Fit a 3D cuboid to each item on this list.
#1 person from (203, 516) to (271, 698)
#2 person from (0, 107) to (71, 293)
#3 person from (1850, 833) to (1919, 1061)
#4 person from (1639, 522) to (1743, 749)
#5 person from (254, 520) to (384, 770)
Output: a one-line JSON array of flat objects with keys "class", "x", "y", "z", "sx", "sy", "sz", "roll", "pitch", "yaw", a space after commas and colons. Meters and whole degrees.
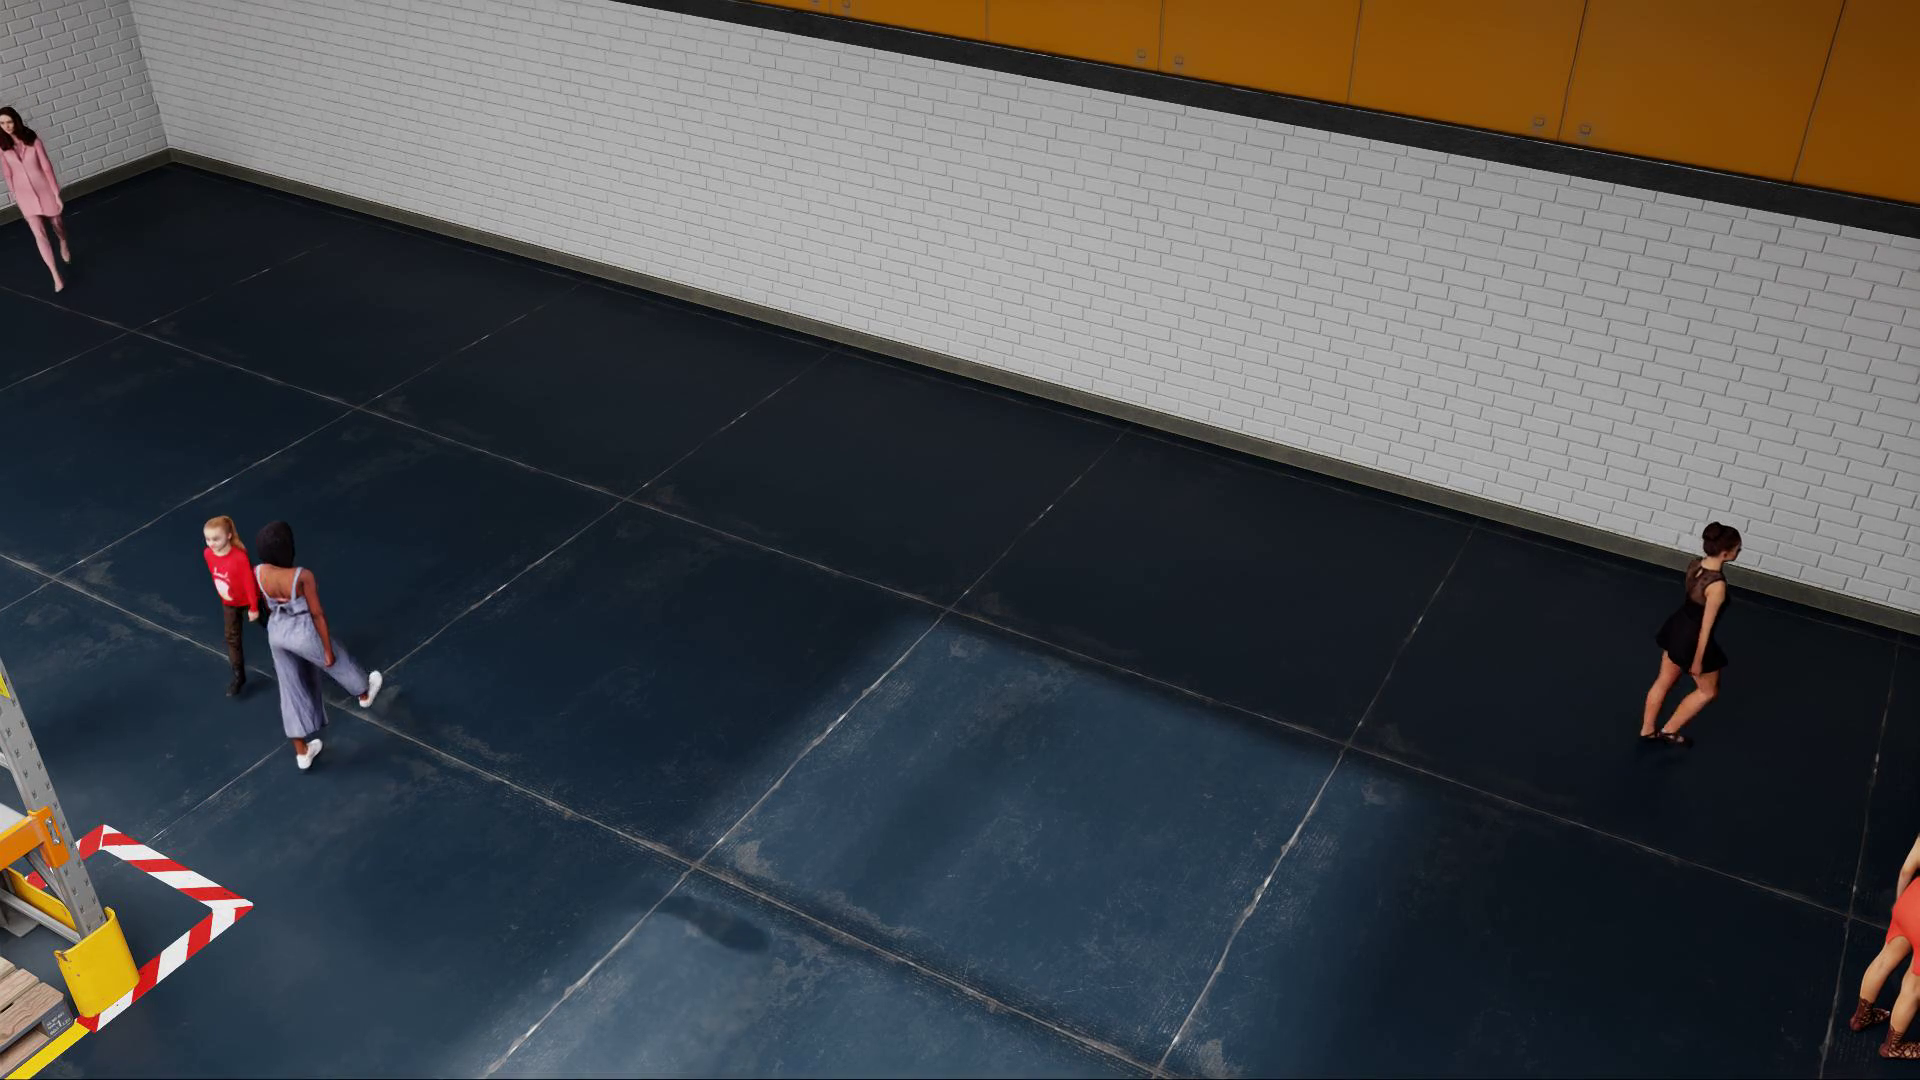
[{"class": "person", "x": -4.776, "y": 0.359, "z": 11.132, "sx": 0.734, "sy": 1.262, "sz": 0.977, "roll": 4, "pitch": 34, "yaw": 6}, {"class": "person", "x": -9.017, "y": -3.387, "z": 16.311, "sx": 1.110, "sy": 1.767, "sz": 1.106, "roll": -13, "pitch": 36, "yaw": -18}, {"class": "person", "x": 4.861, "y": 1.923, "z": 8.365, "sx": 0.722, "sy": 1.718, "sz": 0.664, "roll": -9, "pitch": 35, "yaw": -13}, {"class": "person", "x": 4.479, "y": 0.622, "z": 10.371, "sx": 0.767, "sy": 1.667, "sz": 0.689, "roll": -1, "pitch": 34, "yaw": -1}, {"class": "person", "x": -4.112, "y": 0.687, "z": 10.281, "sx": 0.869, "sy": 1.658, "sz": 1.150, "roll": 5, "pitch": 34, "yaw": 8}]
